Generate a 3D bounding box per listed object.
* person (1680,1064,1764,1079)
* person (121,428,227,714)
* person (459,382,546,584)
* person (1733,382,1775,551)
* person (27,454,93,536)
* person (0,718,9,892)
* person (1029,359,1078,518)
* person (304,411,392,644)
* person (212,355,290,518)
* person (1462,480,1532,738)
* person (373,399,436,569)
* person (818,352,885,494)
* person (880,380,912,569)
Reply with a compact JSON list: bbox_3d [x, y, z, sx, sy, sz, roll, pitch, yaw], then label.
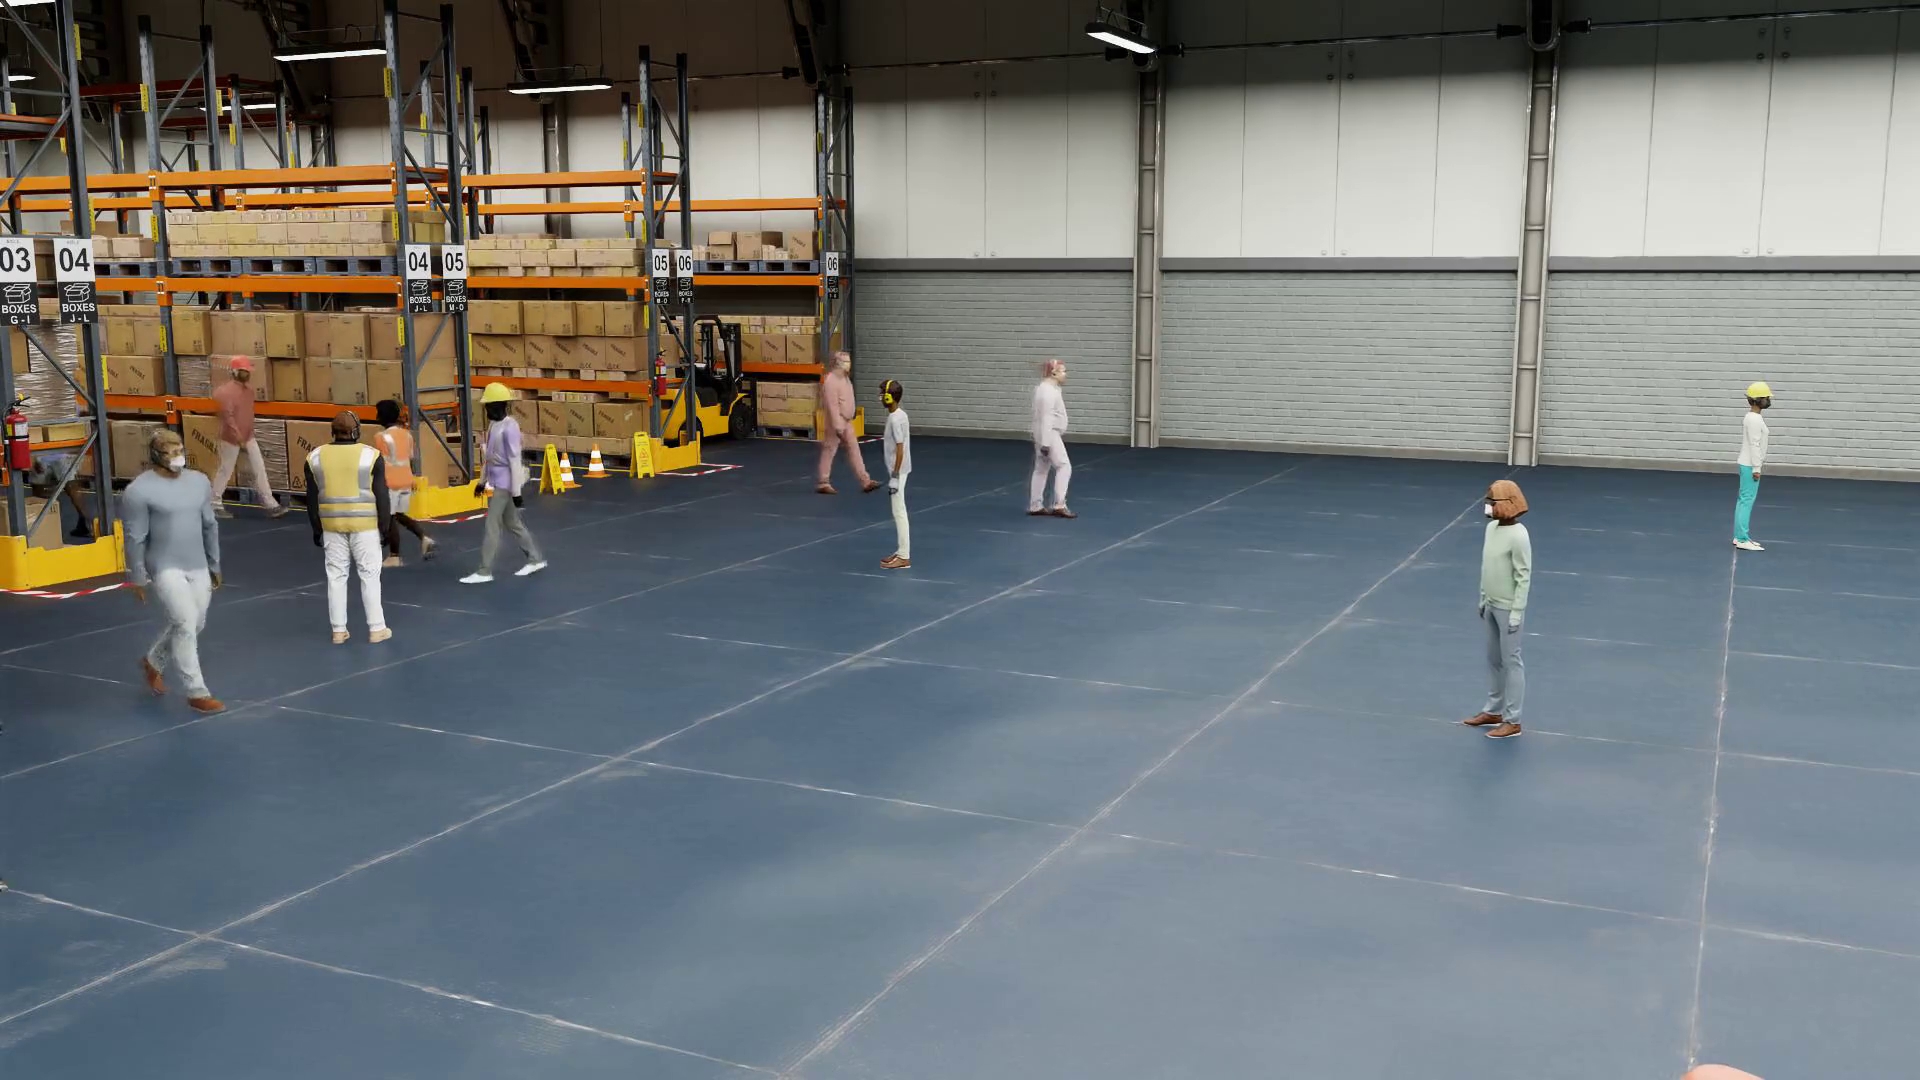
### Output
[{"bbox_3d":[0.979,1.627,2.239,0.353,1.942,0.545,6,11,31],"label":"person"},{"bbox_3d":[-5.291,0.192,11.142,0.847,1.913,0.637,5,10,26],"label":"person"},{"bbox_3d":[-4.349,-0.553,15.765,0.853,1.893,0.590,-5,10,-27],"label":"person"},{"bbox_3d":[8.358,-0.778,17.513,0.306,1.772,0.525,3,10,19],"label":"person"},{"bbox_3d":[-10.010,-0.969,18.344,1.006,1.889,0.564,4,10,22],"label":"person"},{"bbox_3d":[-4.755,0.890,7.776,0.529,1.596,0.780,-8,12,-39],"label":"person"},{"bbox_3d":[1.150,-1.201,19.774,0.707,1.883,0.668,-1,9,-3],"label":"person"},{"bbox_3d":[-4.805,-0.099,13.131,0.627,1.843,0.429,-1,9,-4],"label":"person"},{"bbox_3d":[-8.470,-1.197,19.569,1.014,1.947,0.614,3,10,15],"label":"person"},{"bbox_3d":[3.422,0.431,10.511,0.281,1.633,0.501,-1,9,-8],"label":"person"},{"bbox_3d":[-5.494,-0.542,16.332,0.471,1.687,0.543,2,10,15],"label":"person"},{"bbox_3d":[-1.451,-1.509,21.679,0.931,1.864,0.674,3,10,18],"label":"person"},{"bbox_3d":[-0.644,-0.645,16.409,0.330,1.866,0.512,0,9,0],"label":"person"}]
